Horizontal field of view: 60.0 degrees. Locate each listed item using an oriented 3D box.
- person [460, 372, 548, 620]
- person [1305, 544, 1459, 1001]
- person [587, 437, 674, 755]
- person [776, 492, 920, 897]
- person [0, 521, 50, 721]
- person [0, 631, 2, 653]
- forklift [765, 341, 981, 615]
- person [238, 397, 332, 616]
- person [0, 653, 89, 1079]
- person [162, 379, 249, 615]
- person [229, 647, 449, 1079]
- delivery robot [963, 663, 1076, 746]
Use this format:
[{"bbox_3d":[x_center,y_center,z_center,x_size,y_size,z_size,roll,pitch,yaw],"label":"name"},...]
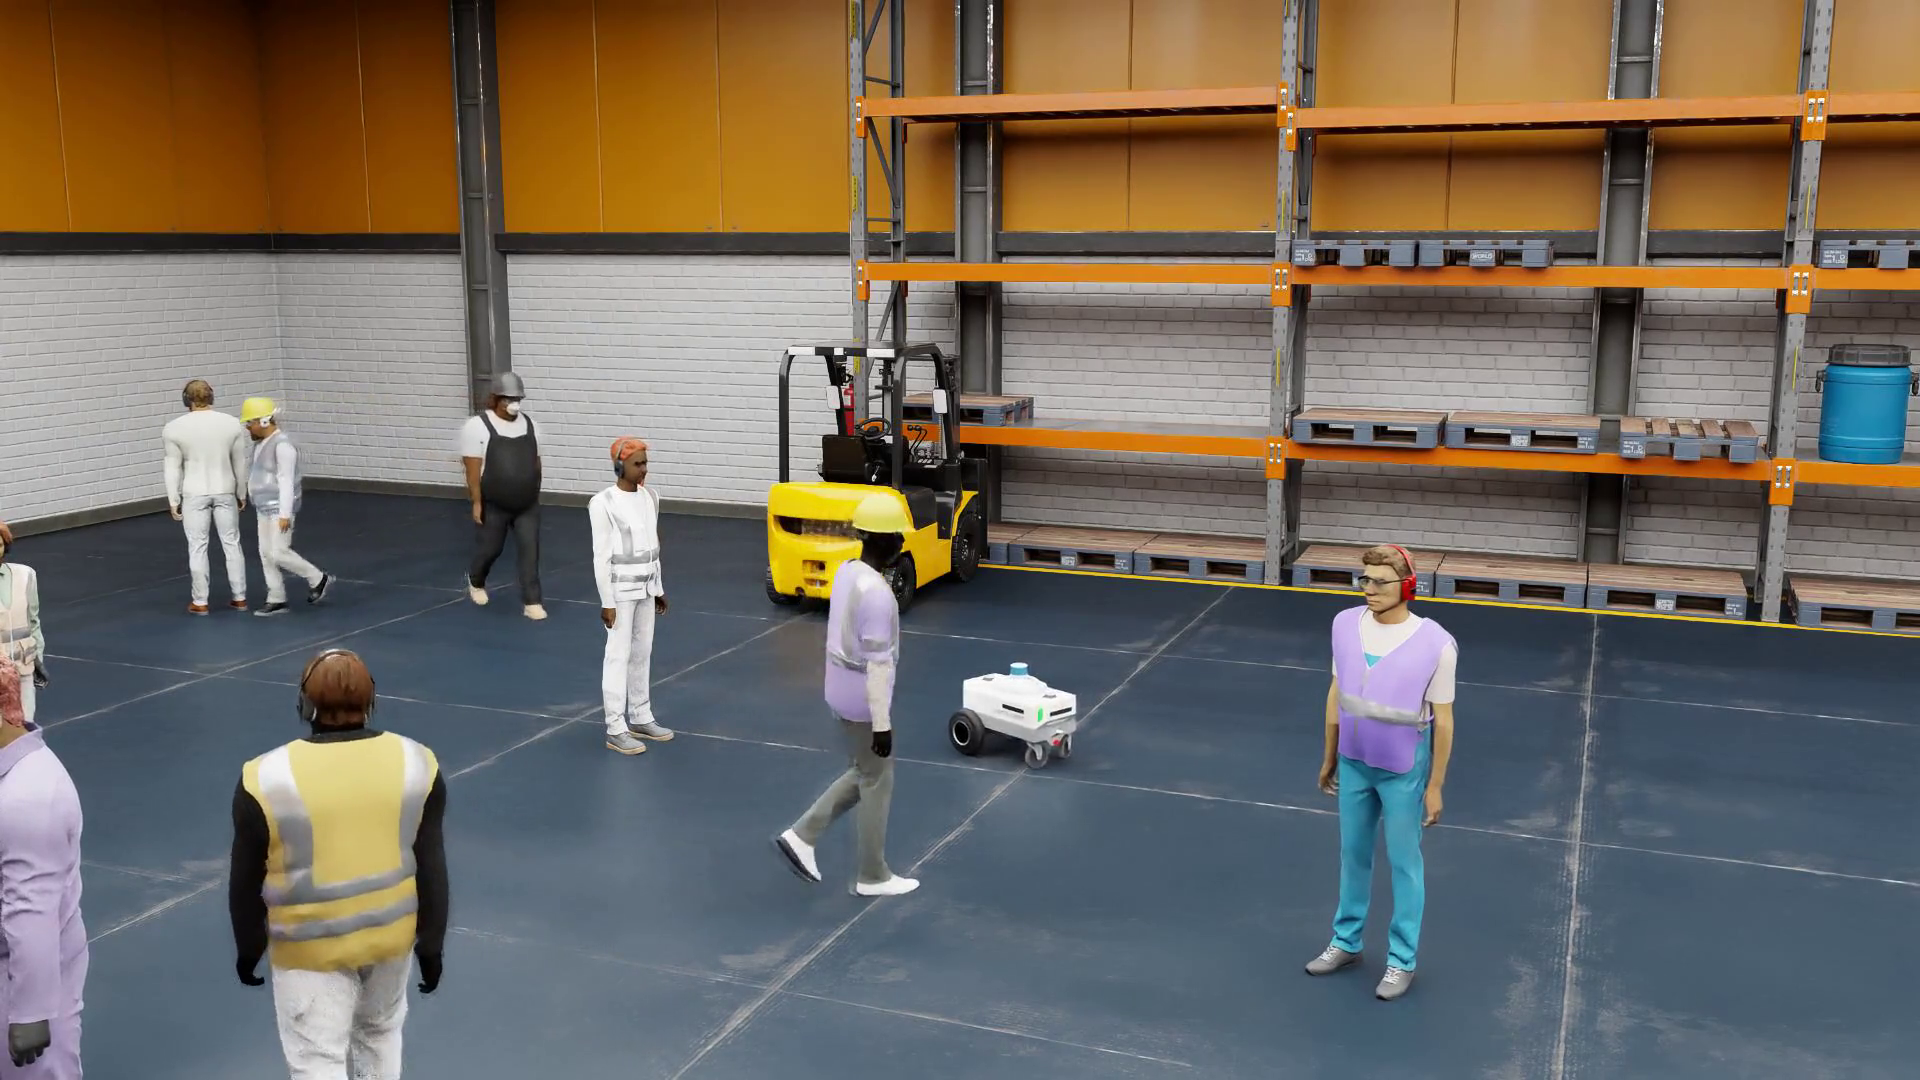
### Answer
[{"bbox_3d":[-3.713,-0.391,13.498,0.689,2.000,0.834,-8,13,-37],"label":"person"},{"bbox_3d":[1.725,0.919,6.736,0.393,1.847,0.563,-9,14,-41],"label":"person"},{"bbox_3d":[-1.964,0.323,9.963,0.355,1.882,0.576,5,11,25],"label":"person"},{"bbox_3d":[-0.482,0.729,7.621,0.588,1.909,0.596,-3,11,-17],"label":"person"},{"bbox_3d":[-4.947,0.697,8.565,0.314,1.636,0.516,5,11,26],"label":"person"},{"bbox_3d":[-4.026,0.917,6.531,0.379,1.924,0.593,4,11,23],"label":"person"},{"bbox_3d":[-0.739,-0.602,14.246,1.214,2.155,2.313,4,11,21],"label":"forklift"},{"bbox_3d":[-5.500,-0.273,13.512,0.618,1.801,0.582,9,14,42],"label":"person"},{"bbox_3d":[-2.728,1.247,4.784,0.402,1.901,0.647,-8,13,-37],"label":"person"},{"bbox_3d":[-6.146,-0.350,13.596,0.633,1.932,0.368,-7,13,-35],"label":"person"},{"bbox_3d":[-1.846,1.238,5.060,0.618,1.820,0.806,-8,13,-36],"label":"person"},{"bbox_3d":[0.349,0.969,9.800,0.477,0.478,0.707,-9,14,-41],"label":"delivery robot"}]
